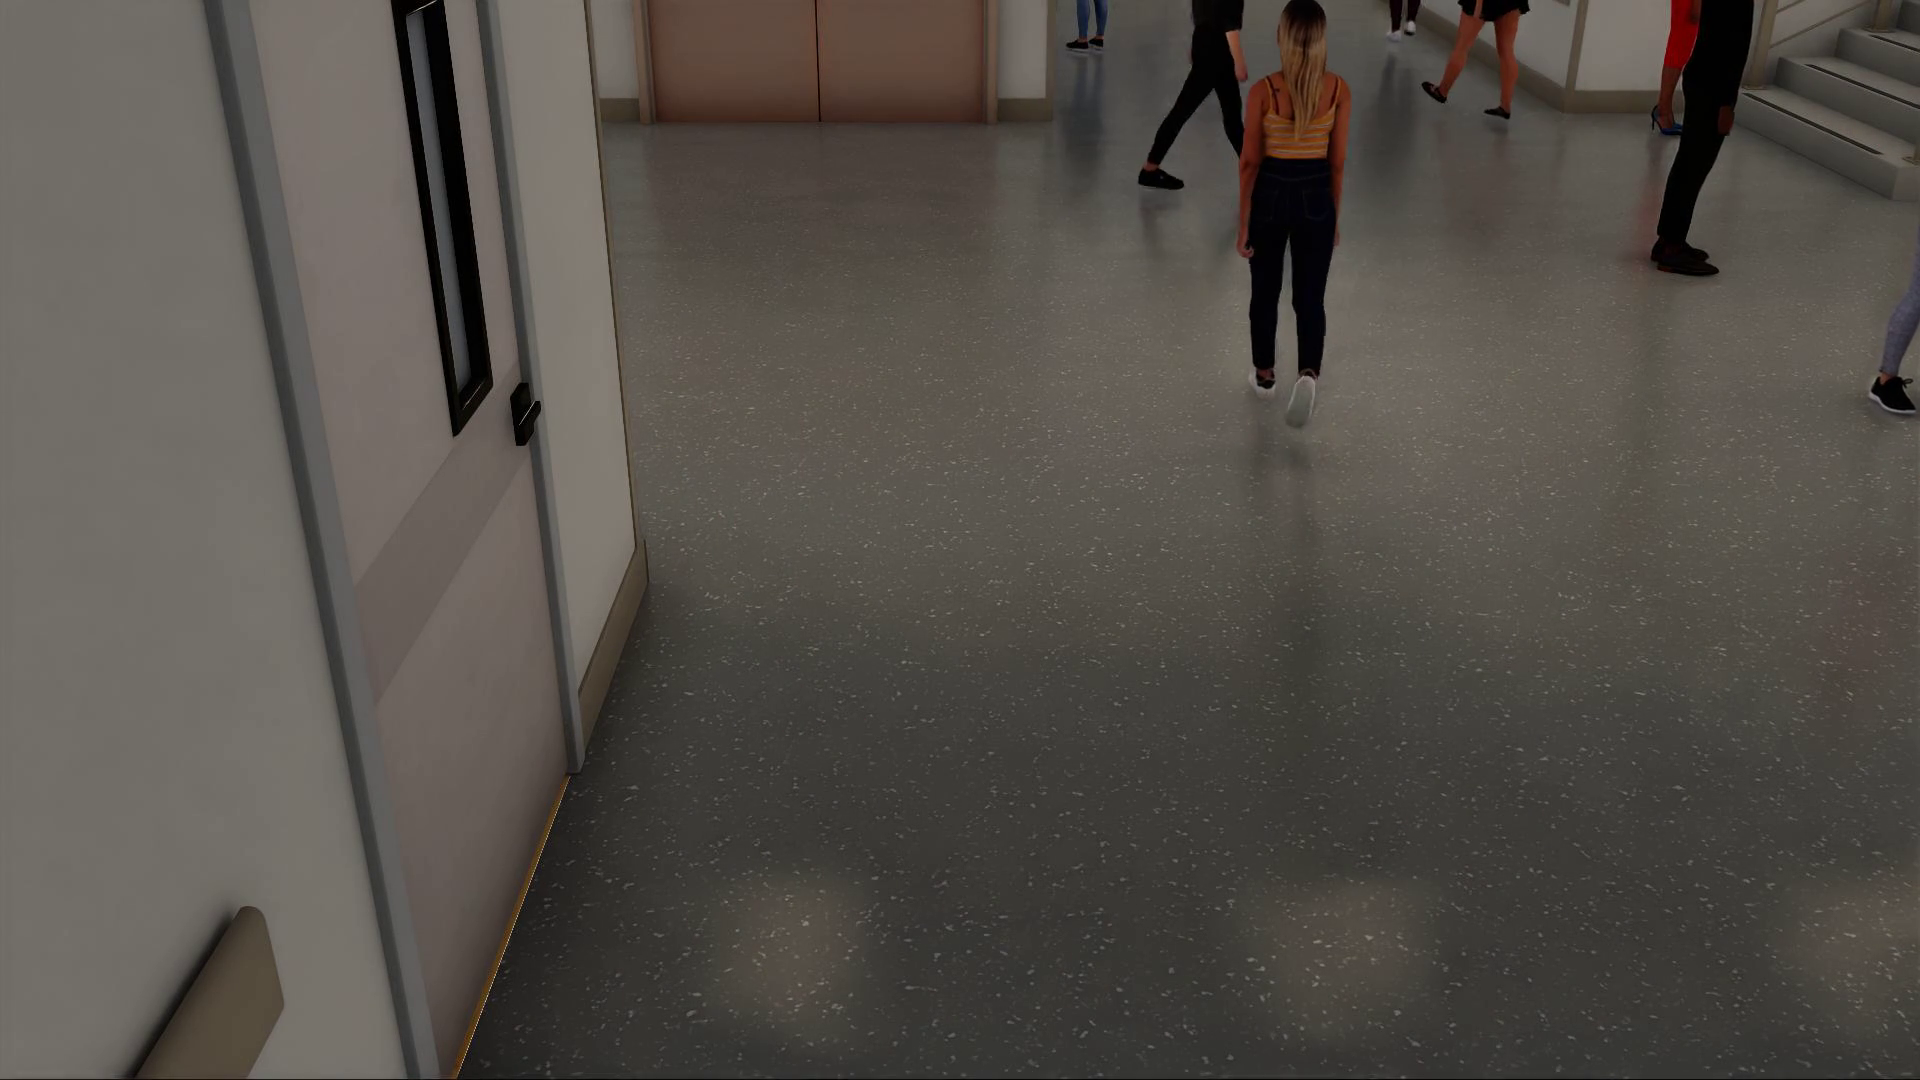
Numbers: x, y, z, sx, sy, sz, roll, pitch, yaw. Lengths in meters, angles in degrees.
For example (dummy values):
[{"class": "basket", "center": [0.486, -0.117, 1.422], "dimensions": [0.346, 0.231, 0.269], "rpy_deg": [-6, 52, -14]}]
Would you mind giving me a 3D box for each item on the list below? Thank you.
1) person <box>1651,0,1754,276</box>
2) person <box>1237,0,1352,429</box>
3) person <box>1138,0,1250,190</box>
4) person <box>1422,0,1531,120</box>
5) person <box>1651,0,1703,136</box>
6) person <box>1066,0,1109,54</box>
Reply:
[{"class": "person", "center": [3.743, -2.259, 8.321], "dimensions": [0.602, 1.808, 0.689], "rpy_deg": [6, 26, 12]}, {"class": "person", "center": [1.293, -1.217, 6.391], "dimensions": [0.969, 1.608, 0.640], "rpy_deg": [0, 26, 0]}, {"class": "person", "center": [1.369, -2.831, 9.675], "dimensions": [1.127, 1.663, 0.631], "rpy_deg": [0, 26, -1]}, {"class": "person", "center": [3.807, -3.770, 11.648], "dimensions": [1.068, 1.640, 0.961], "rpy_deg": [-13, 28, -24]}, {"class": "person", "center": [4.978, -3.674, 11.331], "dimensions": [0.651, 1.743, 0.644], "rpy_deg": [14, 29, 26]}, {"class": "person", "center": [1.119, -5.087, 14.321], "dimensions": [0.682, 1.691, 0.780], "rpy_deg": [-16, 30, -30]}]
